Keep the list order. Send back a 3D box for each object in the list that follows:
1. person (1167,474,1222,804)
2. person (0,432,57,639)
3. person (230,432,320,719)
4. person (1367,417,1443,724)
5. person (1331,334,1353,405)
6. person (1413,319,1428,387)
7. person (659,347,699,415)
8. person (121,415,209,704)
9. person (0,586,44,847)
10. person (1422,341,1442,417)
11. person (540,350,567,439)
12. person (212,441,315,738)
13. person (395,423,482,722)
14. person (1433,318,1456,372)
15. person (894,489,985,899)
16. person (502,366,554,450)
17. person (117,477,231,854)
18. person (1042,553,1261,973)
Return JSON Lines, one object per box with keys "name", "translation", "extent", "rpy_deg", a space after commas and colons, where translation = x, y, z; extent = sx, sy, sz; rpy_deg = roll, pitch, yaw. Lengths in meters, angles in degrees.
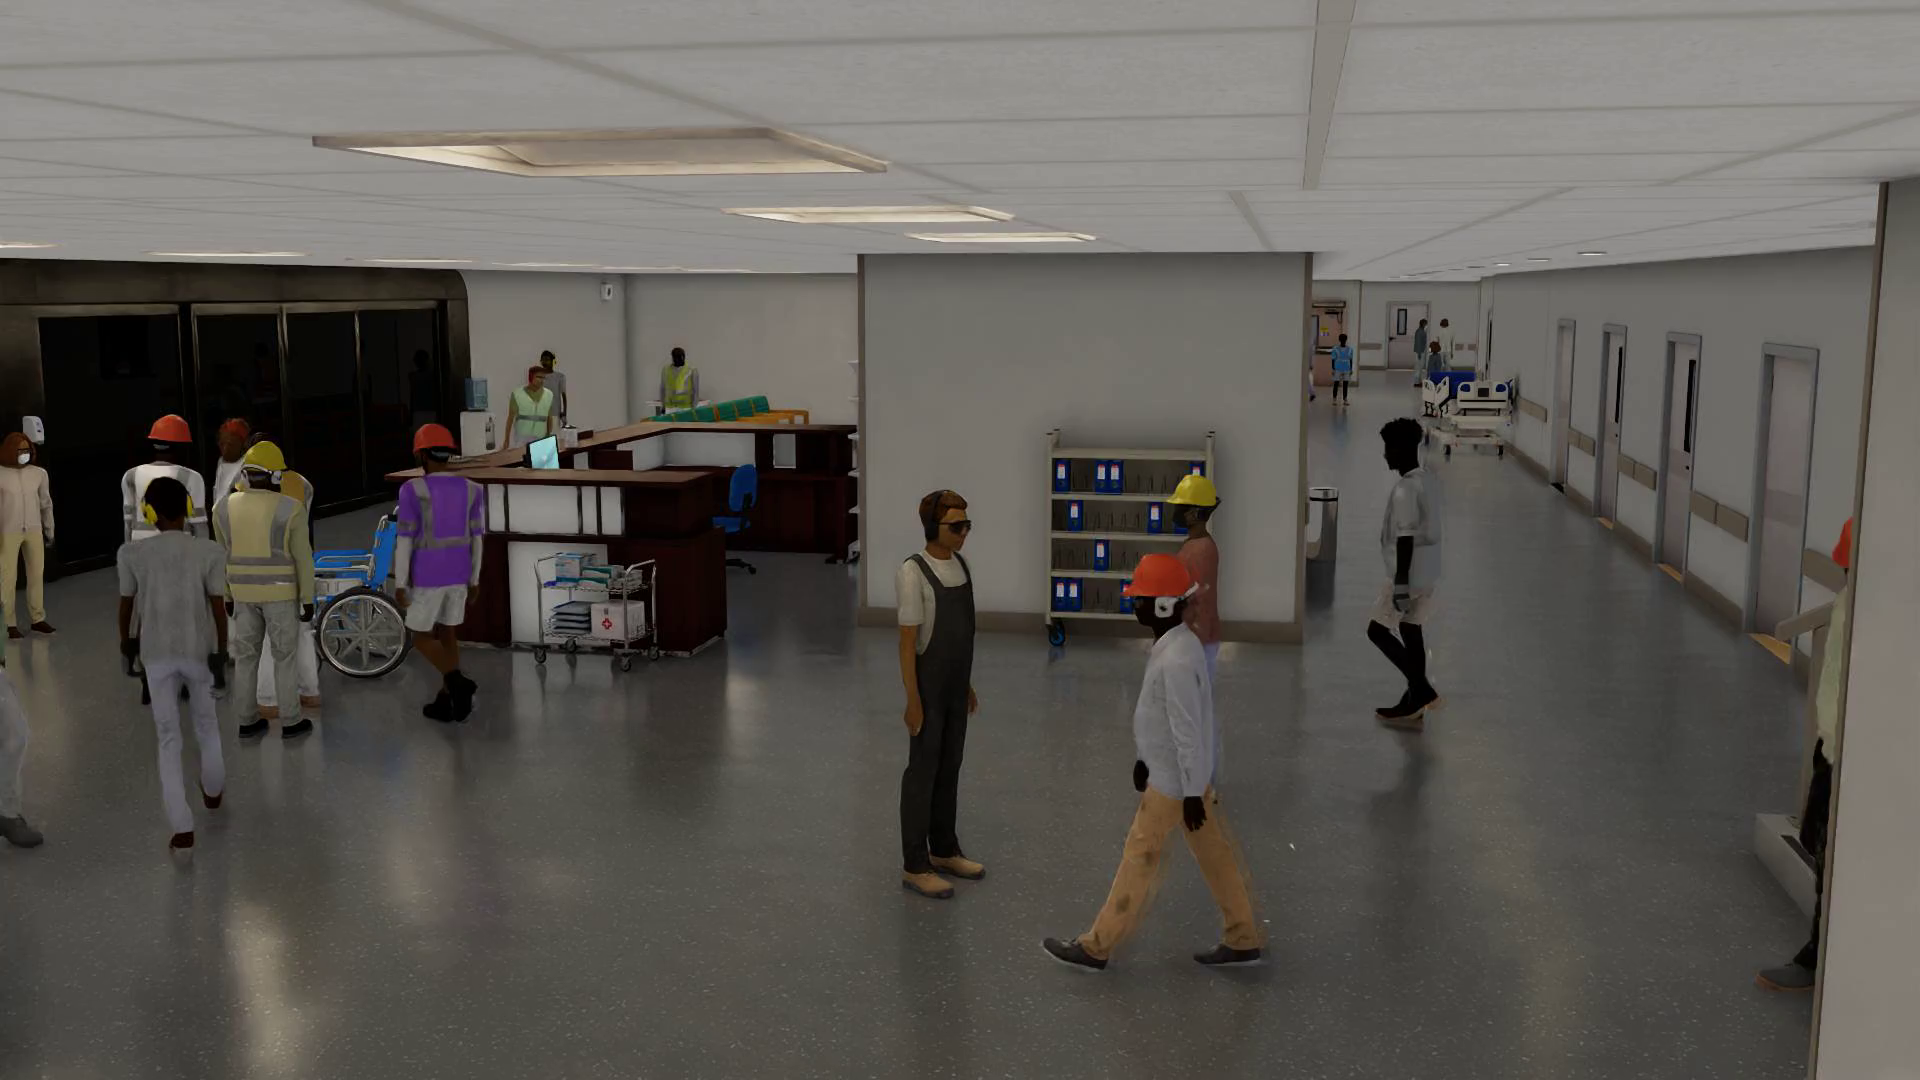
{"name": "person", "translation": [1.238, 0.531, 8.863], "extent": [0.304, 1.772, 0.526], "rpy_deg": [0, 9, 0]}
{"name": "person", "translation": [-7.403, -0.039, 13.126], "extent": [0.285, 1.627, 0.504], "rpy_deg": [6, 10, 33]}
{"name": "person", "translation": [-4.429, 0.223, 10.720], "extent": [0.432, 1.832, 0.626], "rpy_deg": [4, 10, 27]}
{"name": "person", "translation": [2.795, 0.207, 10.408], "extent": [0.418, 1.948, 0.625], "rpy_deg": [5, 10, 32]}
{"name": "person", "translation": [9.052, -4.036, 39.402], "extent": [0.541, 1.696, 0.315], "rpy_deg": [-1, 9, -3]}
{"name": "person", "translation": [12.934, -5.245, 46.683], "extent": [0.390, 1.928, 0.636], "rpy_deg": [4, 9, 23]}
{"name": "person", "translation": [-4.411, -2.096, 26.096], "extent": [0.649, 1.836, 0.430], "rpy_deg": [1, 9, 10]}
{"name": "person", "translation": [-5.266, 0.130, 11.083], "extent": [0.545, 1.911, 0.512], "rpy_deg": [0, 9, 1]}
{"name": "person", "translation": [-4.737, 0.606, 7.886], "extent": [0.592, 1.912, 0.614], "rpy_deg": [3, 9, 20]}
{"name": "person", "translation": [10.157, -3.448, 35.707], "extent": [0.286, 1.633, 0.499], "rpy_deg": [-2, 9, -10]}
{"name": "person", "translation": [-5.900, -1.791, 23.931], "extent": [0.516, 1.873, 0.329], "rpy_deg": [1, 9, 9]}
{"name": "person", "translation": [-4.214, 0.313, 10.138], "extent": [0.596, 1.828, 0.403], "rpy_deg": [0, 9, 3]}
{"name": "person", "translation": [-3.201, 0.233, 10.390], "extent": [0.697, 1.904, 0.591], "rpy_deg": [8, 11, 41]}
{"name": "person", "translation": [13.476, -5.206, 46.366], "extent": [0.632, 1.940, 0.372], "rpy_deg": [-1, 9, -4]}
{"name": "person", "translation": [-0.090, 0.685, 7.579], "extent": [0.334, 1.843, 0.513], "rpy_deg": [5, 10, 32]}
{"name": "person", "translation": [-5.456, -1.280, 20.807], "extent": [0.672, 1.796, 0.718], "rpy_deg": [-8, 12, -42]}
{"name": "person", "translation": [-3.920, 0.589, 8.329], "extent": [0.494, 1.814, 0.940], "rpy_deg": [-5, 10, -28]}
{"name": "person", "translation": [0.806, 0.896, 6.643], "extent": [0.905, 1.696, 0.585], "rpy_deg": [1, 9, 8]}
